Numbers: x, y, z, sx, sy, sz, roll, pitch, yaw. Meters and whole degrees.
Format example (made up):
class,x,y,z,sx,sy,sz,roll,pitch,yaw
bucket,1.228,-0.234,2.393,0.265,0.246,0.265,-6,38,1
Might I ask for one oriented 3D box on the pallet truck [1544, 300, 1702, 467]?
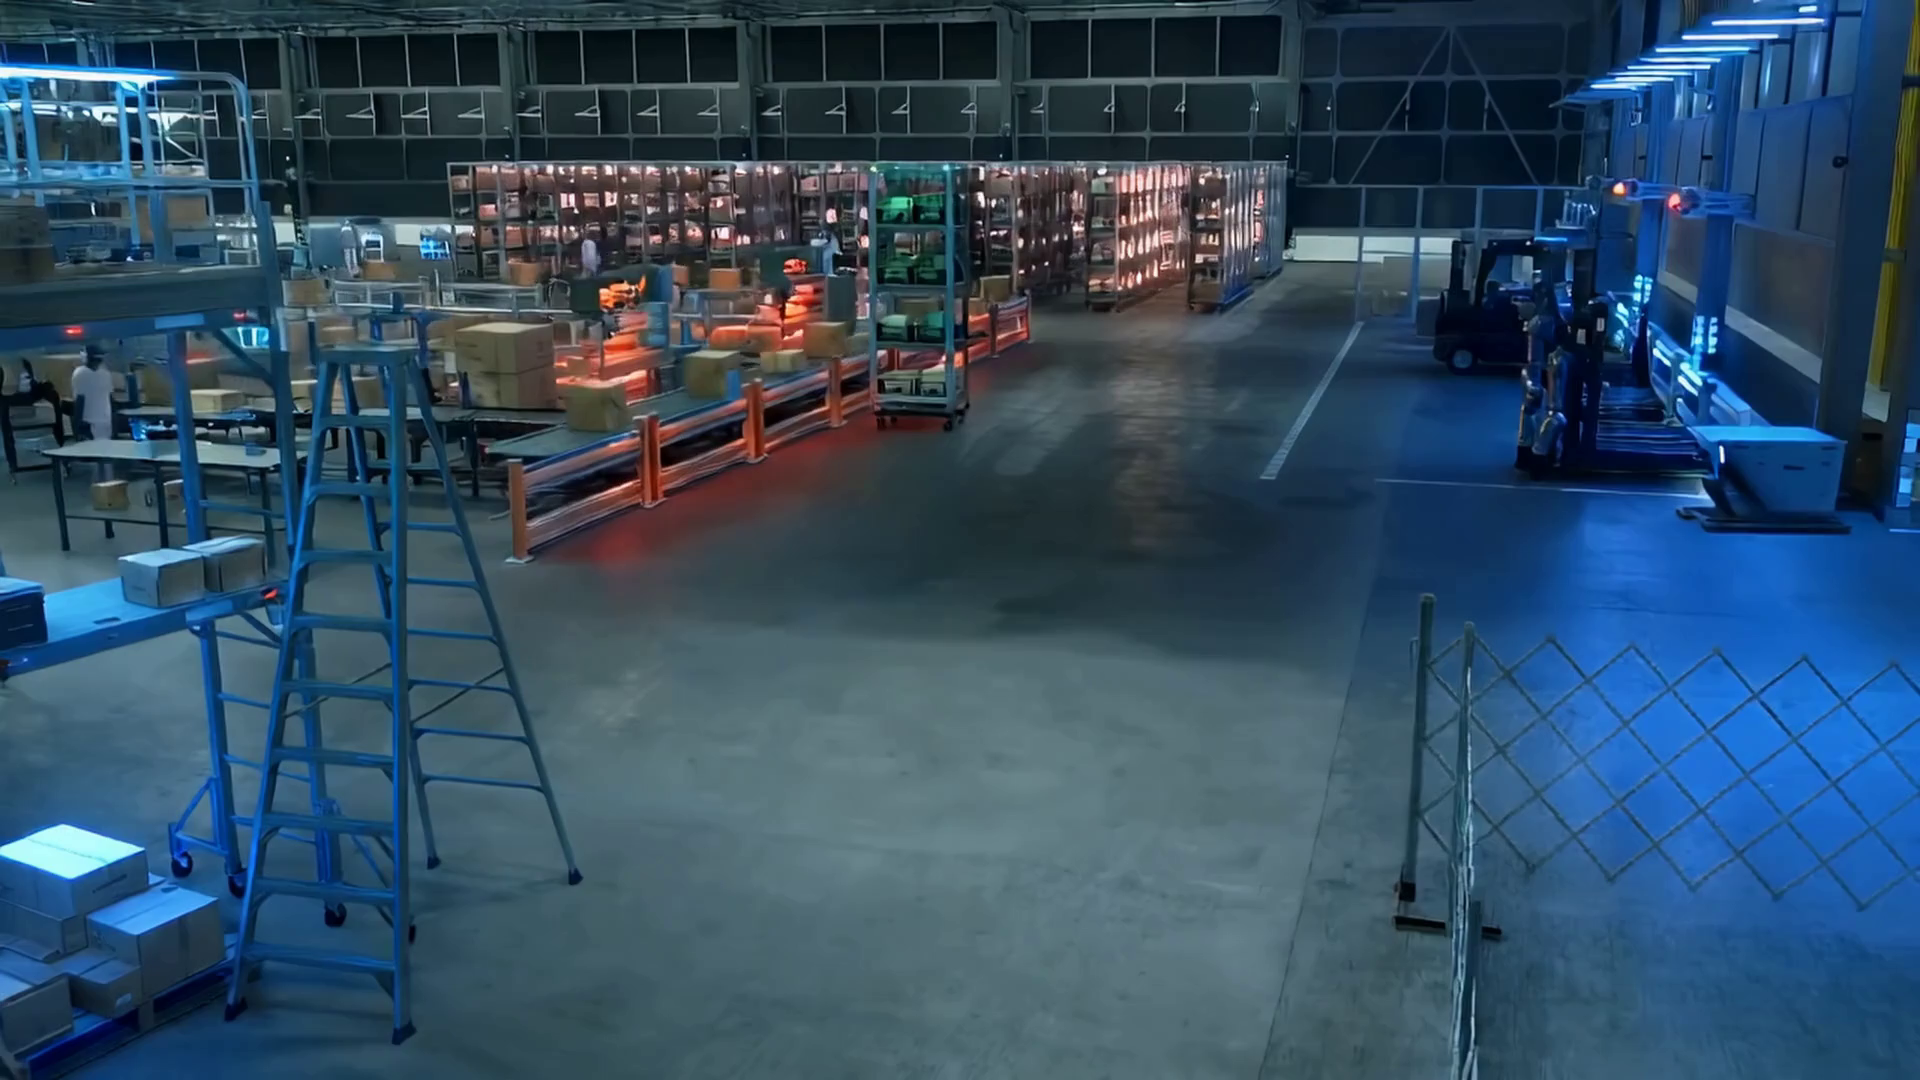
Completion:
class,x,y,z,sx,sy,sz,roll,pitch,yaw
pallet truck,8.263,-1.952,20.631,1.885,1.965,0.823,5,14,20

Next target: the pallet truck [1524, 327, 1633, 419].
class,x,y,z,sx,sy,sz,roll,pitch,yaw
pallet truck,9.065,-2.460,24.370,1.522,1.261,0.704,3,13,14

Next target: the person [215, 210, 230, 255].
class,x,y,z,sx,sy,sz,roll,pitch,yaw
person,-28.281,-11.729,63.525,0.914,1.696,0.495,3,13,14

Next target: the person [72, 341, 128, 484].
class,x,y,z,sx,sy,sz,roll,pitch,yaw
person,-9.217,-1.247,17.902,0.406,1.849,0.577,3,13,12

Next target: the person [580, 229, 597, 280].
class,x,y,z,sx,sy,sz,roll,pitch,yaw
person,-9.813,-7.203,43.585,0.952,1.860,0.678,4,14,17

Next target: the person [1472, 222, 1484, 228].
class,x,y,z,sx,sy,sz,roll,pitch,yaw
person,14.233,-7.818,46.011,0.408,1.987,0.607,5,14,21

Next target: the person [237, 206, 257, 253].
class,x,y,z,sx,sy,sz,roll,pitch,yaw
person,-27.311,-11.892,63.818,0.670,1.880,0.772,-2,13,-10

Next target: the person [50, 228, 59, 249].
class,x,y,z,sx,sy,sz,roll,pitch,yaw
person,-25.414,-7.861,46.560,0.591,1.812,0.605,5,14,22

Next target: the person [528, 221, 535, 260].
class,x,y,z,sx,sy,sz,roll,pitch,yaw
person,-13.163,-8.867,50.855,0.457,1.828,0.595,0,13,2

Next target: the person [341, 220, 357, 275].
class,x,y,z,sx,sy,sz,roll,pitch,yaw
person,-19.516,-9.335,53.070,0.338,1.744,0.560,9,16,33

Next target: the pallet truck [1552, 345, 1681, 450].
class,x,y,z,sx,sy,sz,roll,pitch,yaw
pallet truck,8.641,-1.896,21.908,1.630,1.274,0.653,4,14,16

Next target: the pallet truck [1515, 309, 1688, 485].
class,x,y,z,sx,sy,sz,roll,pitch,yaw
pallet truck,7.554,-1.677,19.446,1.885,1.965,0.823,3,13,14

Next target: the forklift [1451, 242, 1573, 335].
class,x,y,z,sx,sy,sz,roll,pitch,yaw
forklift,10.464,-4.597,31.405,2.680,1.987,1.157,4,14,16

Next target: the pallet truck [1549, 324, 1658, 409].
class,x,y,z,sx,sy,sz,roll,pitch,yaw
pallet truck,9.824,-2.669,25.407,1.601,1.201,0.680,4,14,16

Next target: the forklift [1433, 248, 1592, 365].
class,x,y,z,sx,sy,sz,roll,pitch,yaw
forklift,9.780,-4.111,29.280,2.680,1.987,1.157,3,13,14
